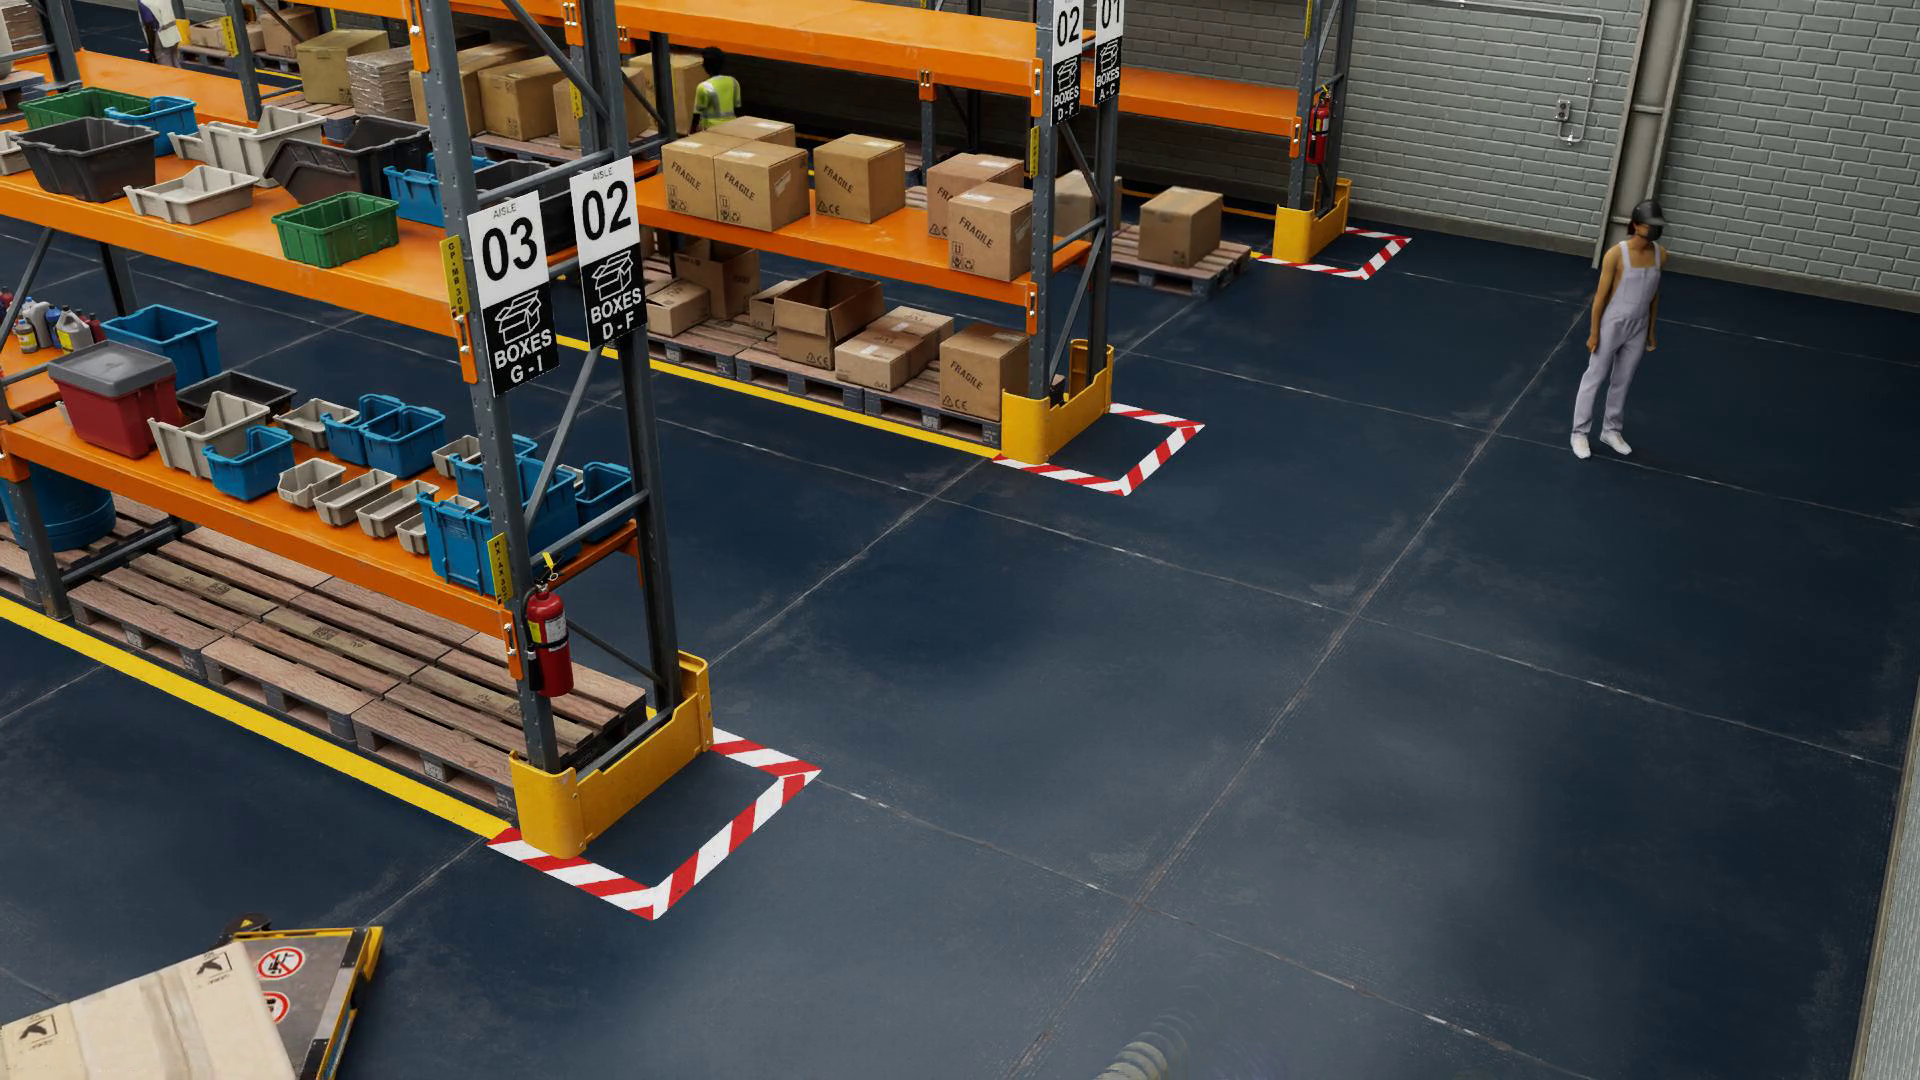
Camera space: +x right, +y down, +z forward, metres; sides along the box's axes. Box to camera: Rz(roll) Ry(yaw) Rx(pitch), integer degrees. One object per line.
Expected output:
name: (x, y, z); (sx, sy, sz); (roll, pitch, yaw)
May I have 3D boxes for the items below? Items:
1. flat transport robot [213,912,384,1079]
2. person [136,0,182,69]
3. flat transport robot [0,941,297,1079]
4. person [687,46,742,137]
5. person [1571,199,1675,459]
flat transport robot: (-2.890, 2.091, 6.882); (0.659, 0.231, 1.431); (-2, 29, -3)
person: (-9.235, -5.731, 19.300); (0.376, 1.841, 0.567); (2, 29, 4)
flat transport robot: (-3.032, 2.508, 6.133); (0.659, 0.231, 1.431); (-18, 34, -29)
person: (-2.458, -4.019, 16.407); (0.815, 1.663, 0.539); (16, 33, 26)
person: (4.640, -1.463, 11.620); (0.510, 1.864, 0.363); (-6, 30, -10)
